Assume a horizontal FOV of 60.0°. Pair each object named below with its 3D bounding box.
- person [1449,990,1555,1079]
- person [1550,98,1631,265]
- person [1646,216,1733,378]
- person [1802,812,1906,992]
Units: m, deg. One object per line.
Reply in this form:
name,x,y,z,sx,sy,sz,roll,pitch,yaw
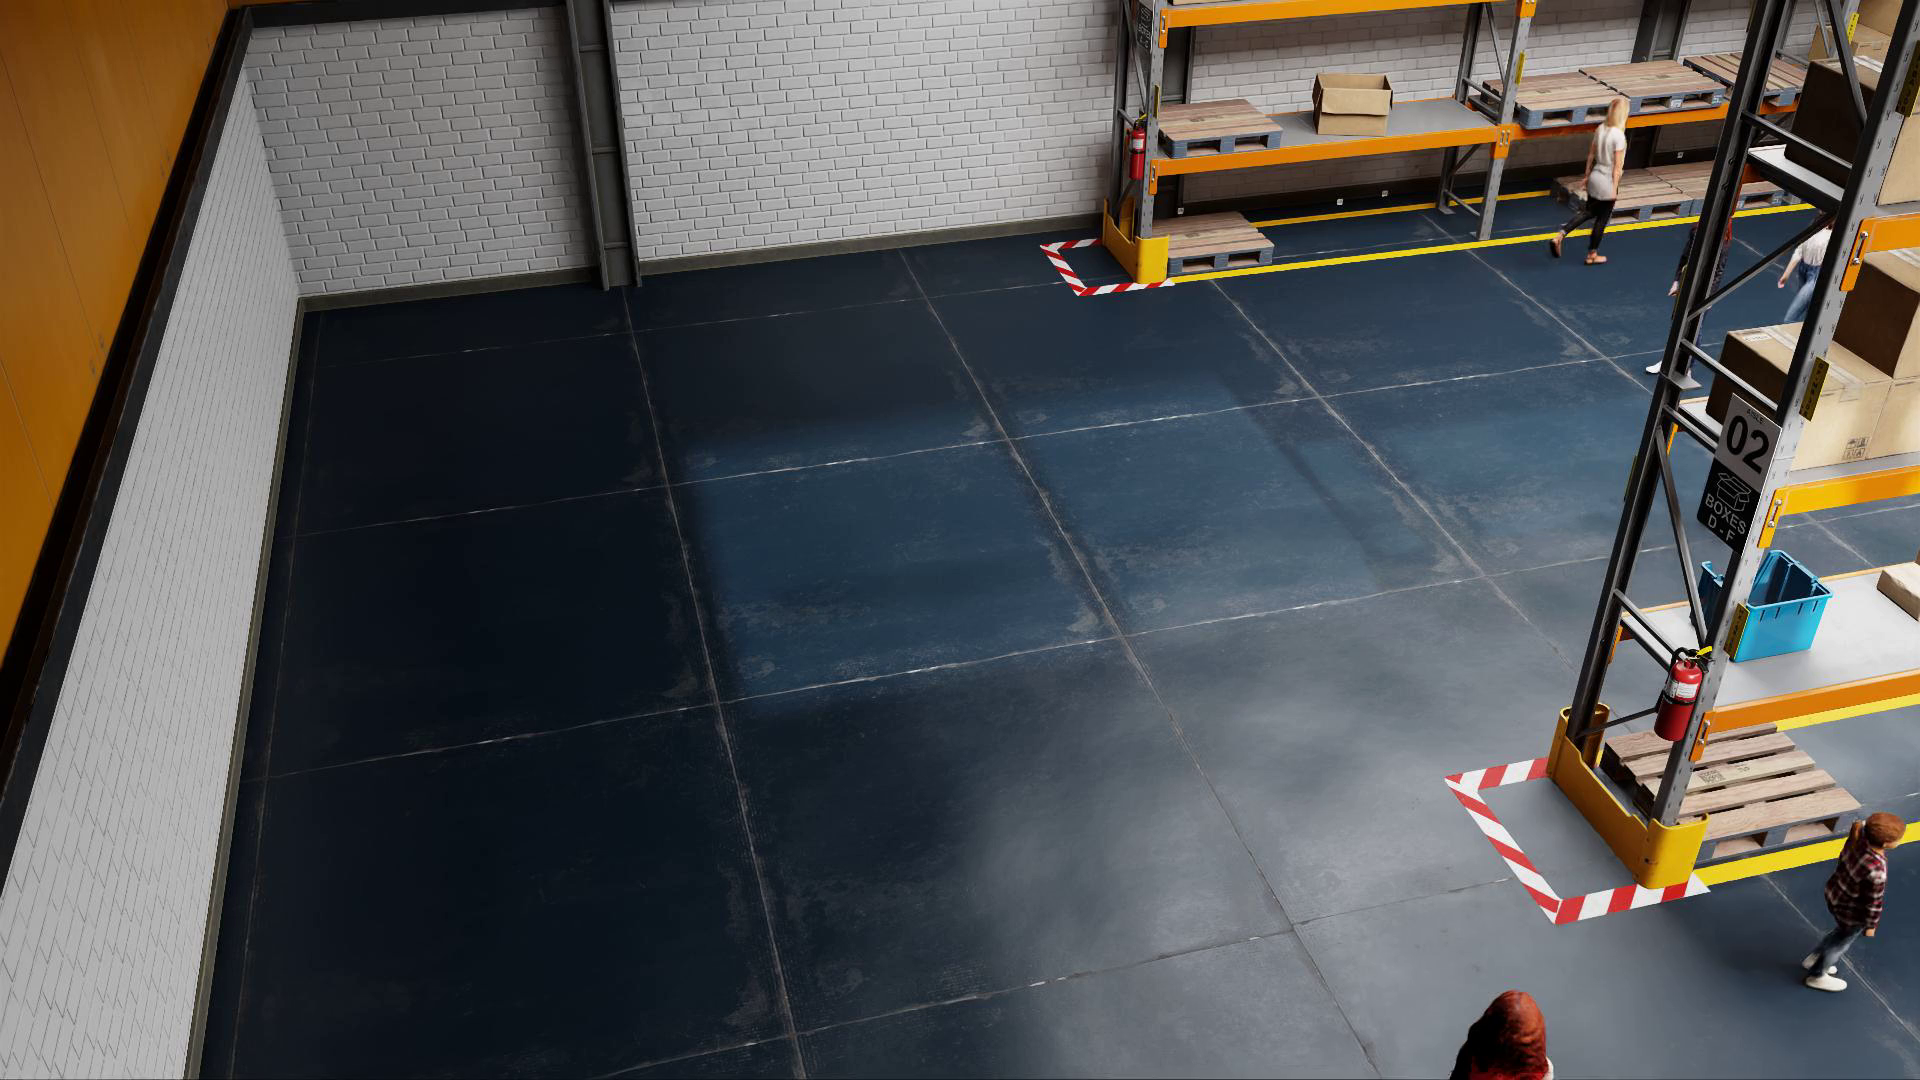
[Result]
person,2.389,2.779,7.544,0.855,1.814,0.880,9,35,14
person,6.590,-3.678,17.261,0.954,1.812,0.646,-11,35,-16
person,6.721,-2.288,15.192,0.633,1.787,0.642,-20,38,-27
person,4.869,1.994,9.193,0.631,1.297,0.615,4,34,6
